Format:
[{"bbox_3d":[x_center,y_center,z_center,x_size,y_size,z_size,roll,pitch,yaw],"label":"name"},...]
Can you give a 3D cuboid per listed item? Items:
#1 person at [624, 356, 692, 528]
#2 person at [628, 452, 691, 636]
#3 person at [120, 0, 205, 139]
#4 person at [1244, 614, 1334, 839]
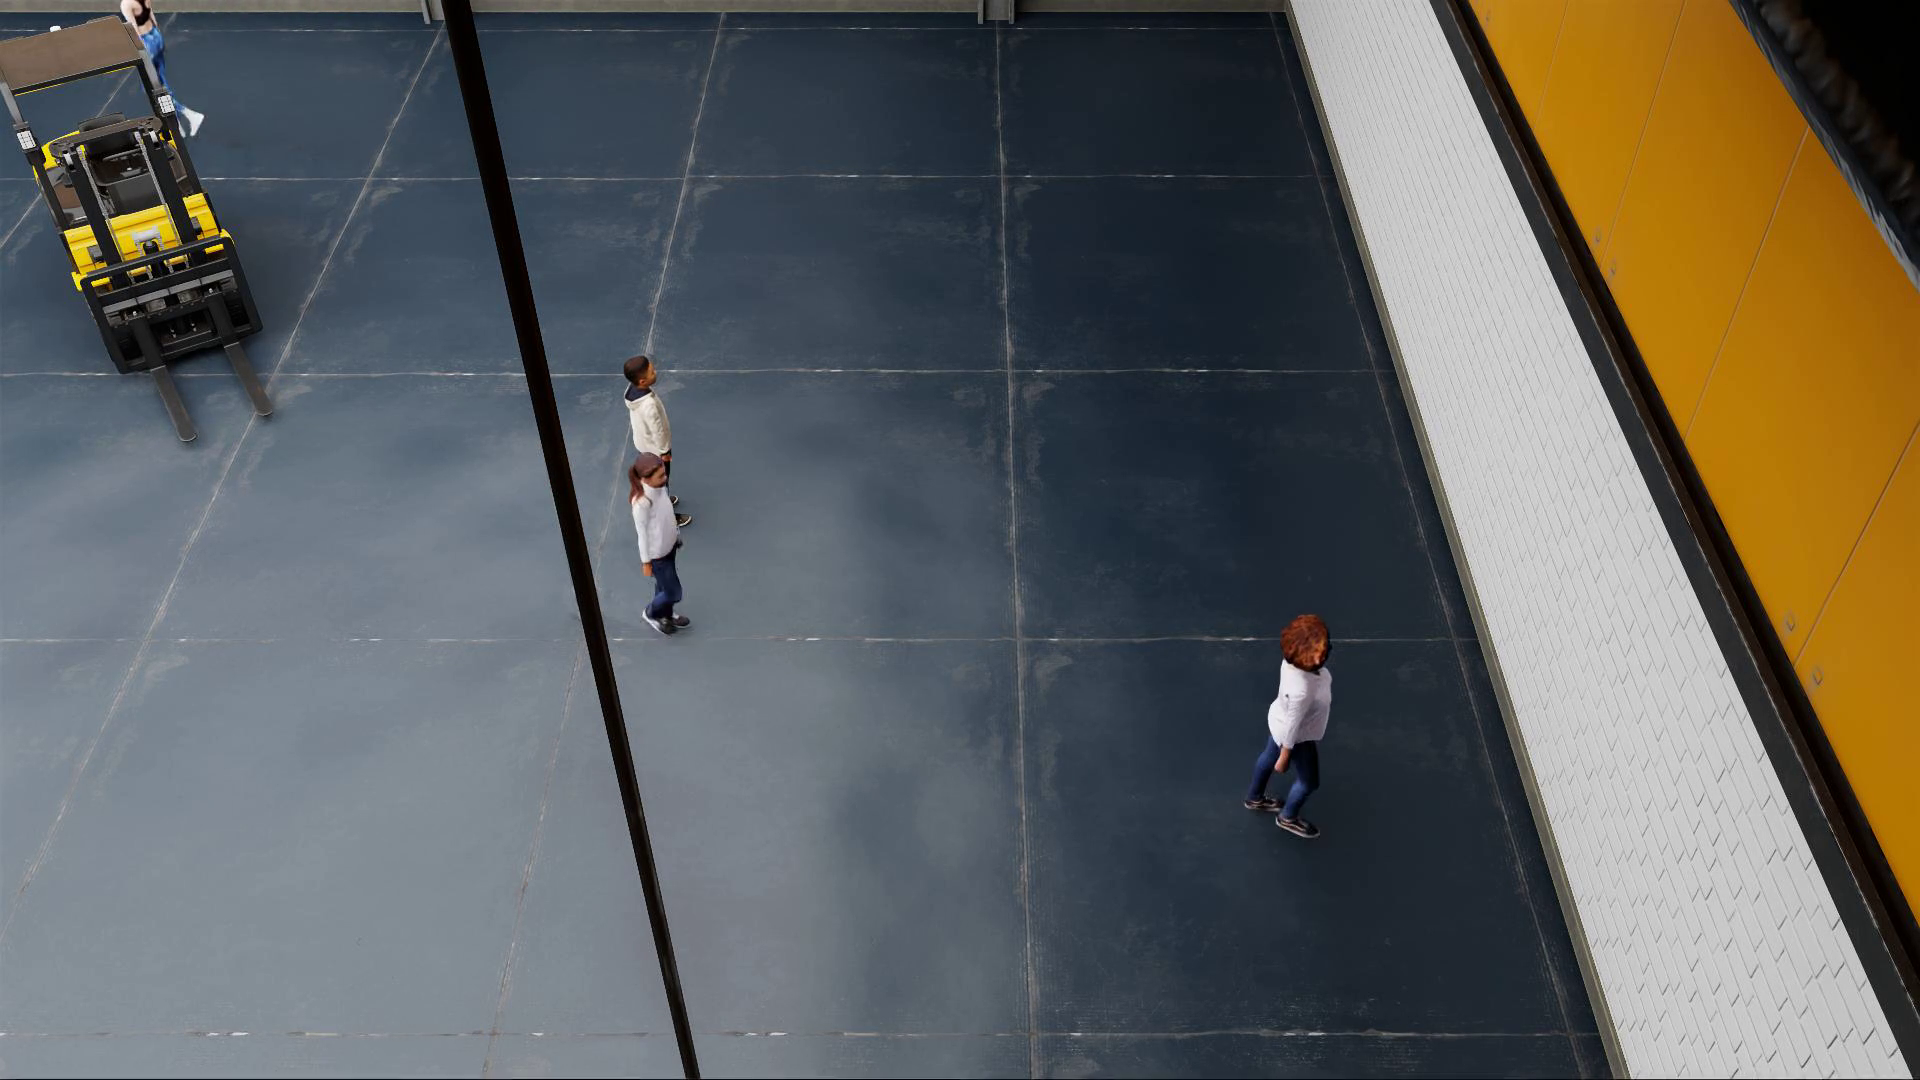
[{"bbox_3d":[-2.204,-0.705,11.837,0.667,1.455,0.655,-21,47,-21],"label":"person"},{"bbox_3d":[-2.068,0.027,11.003,0.667,1.546,0.618,14,45,14],"label":"person"},{"bbox_3d":[-7.541,-4.575,15.667,0.867,1.776,0.657,8,44,8],"label":"person"},{"bbox_3d":[1.868,1.083,9.780,0.738,1.703,0.711,6,44,6],"label":"person"}]
